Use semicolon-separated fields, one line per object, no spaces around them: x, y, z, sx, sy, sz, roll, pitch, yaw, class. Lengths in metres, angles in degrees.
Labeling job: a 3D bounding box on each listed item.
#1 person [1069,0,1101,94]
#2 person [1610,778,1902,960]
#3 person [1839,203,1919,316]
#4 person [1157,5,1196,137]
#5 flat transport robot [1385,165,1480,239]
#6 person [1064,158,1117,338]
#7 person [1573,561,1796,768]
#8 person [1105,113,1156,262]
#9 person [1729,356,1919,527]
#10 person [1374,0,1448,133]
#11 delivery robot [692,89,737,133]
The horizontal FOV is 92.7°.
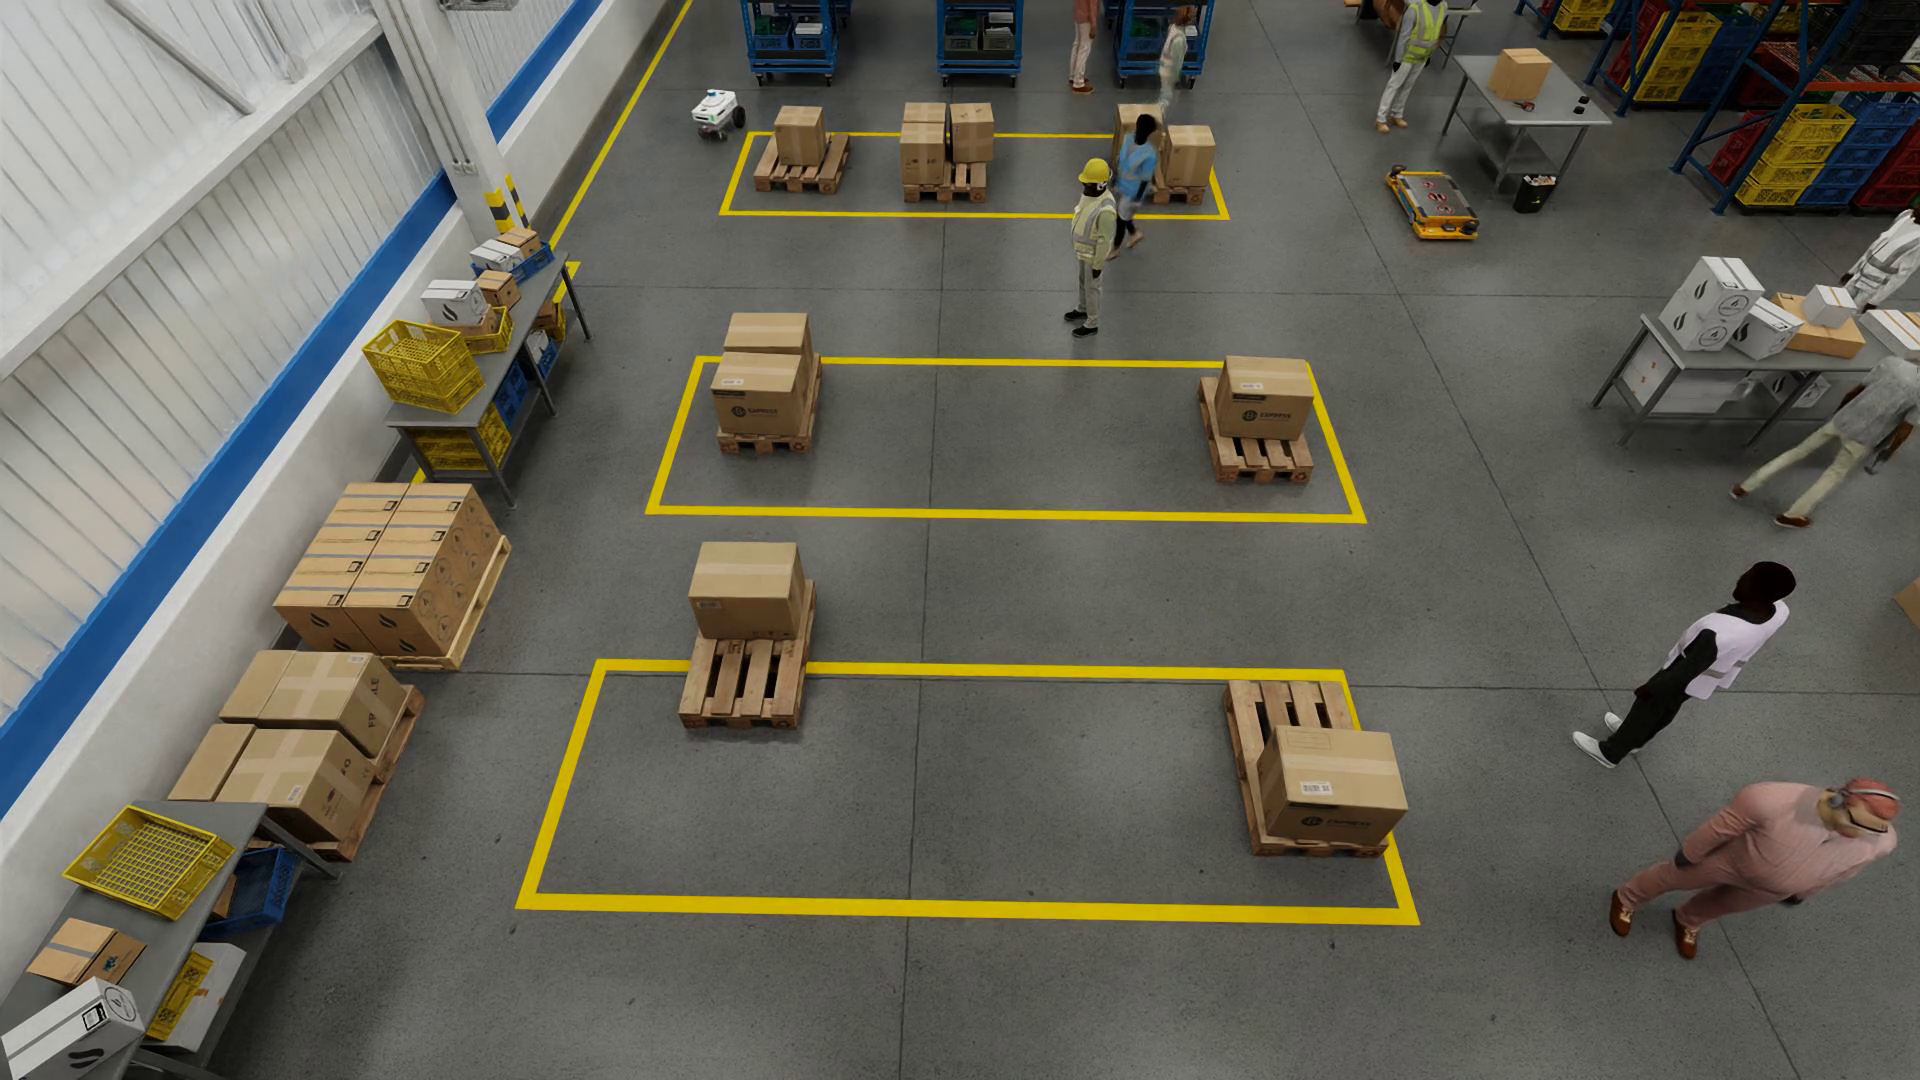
1.767;-7.220;12.647;0.409;1.981;0.620;-10;50;-9;person
4.249;1.767;4.920;0.648;1.899;0.398;18;52;15;person
8.462;-2.386;8.530;0.360;1.879;0.578;10;50;9;person
2.727;-6.037;11.849;0.391;1.621;0.545;4;49;4;person
5.692;-4.094;11.059;0.652;0.197;1.431;1;49;1;flat transport robot
1.271;-2.848;8.962;0.403;1.823;0.596;-9;50;-8;person
4.546;0.830;5.716;0.597;1.915;0.370;-20;52;-16;person
1.837;-3.792;9.880;0.509;1.667;0.585;-16;51;-14;person
6.969;-0.842;7.208;0.525;1.848;0.711;-13;50;-11;person
5.910;-6.297;11.935;0.626;1.844;0.429;-20;52;-17;person
-3.278;-5.763;12.257;0.477;0.478;0.707;14;51;12;delivery robot
